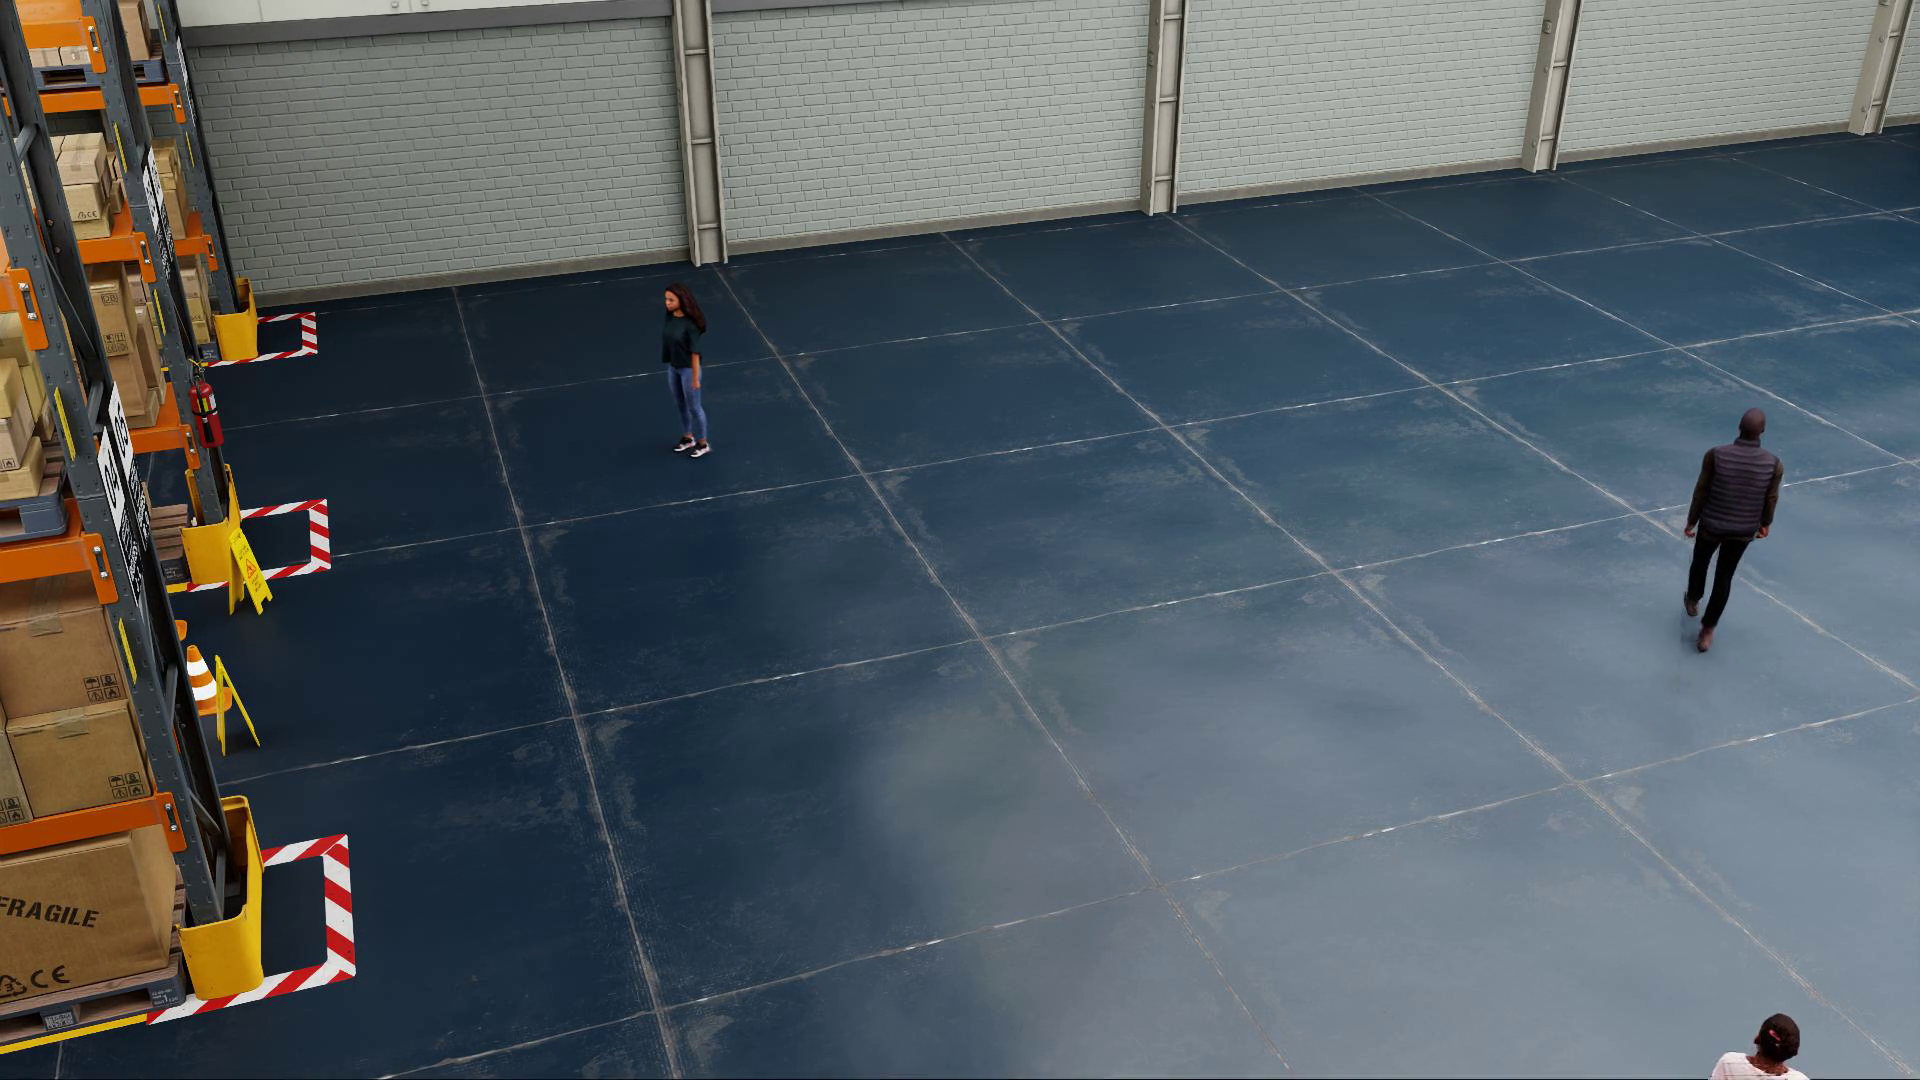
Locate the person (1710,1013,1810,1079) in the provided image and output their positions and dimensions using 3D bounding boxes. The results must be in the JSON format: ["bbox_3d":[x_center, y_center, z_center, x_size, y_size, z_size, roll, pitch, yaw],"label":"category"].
[{"bbox_3d":[3.414,2.657,7.250,0.907,1.428,0.964,12,30,22],"label":"person"}]

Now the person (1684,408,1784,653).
[{"bbox_3d":[5.486,-0.043,11.918,1.086,1.807,1.138,12,30,21],"label":"person"}]

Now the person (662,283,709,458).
[{"bbox_3d":[-2.469,-1.537,14.926,0.684,1.616,0.717,24,36,37],"label":"person"}]
